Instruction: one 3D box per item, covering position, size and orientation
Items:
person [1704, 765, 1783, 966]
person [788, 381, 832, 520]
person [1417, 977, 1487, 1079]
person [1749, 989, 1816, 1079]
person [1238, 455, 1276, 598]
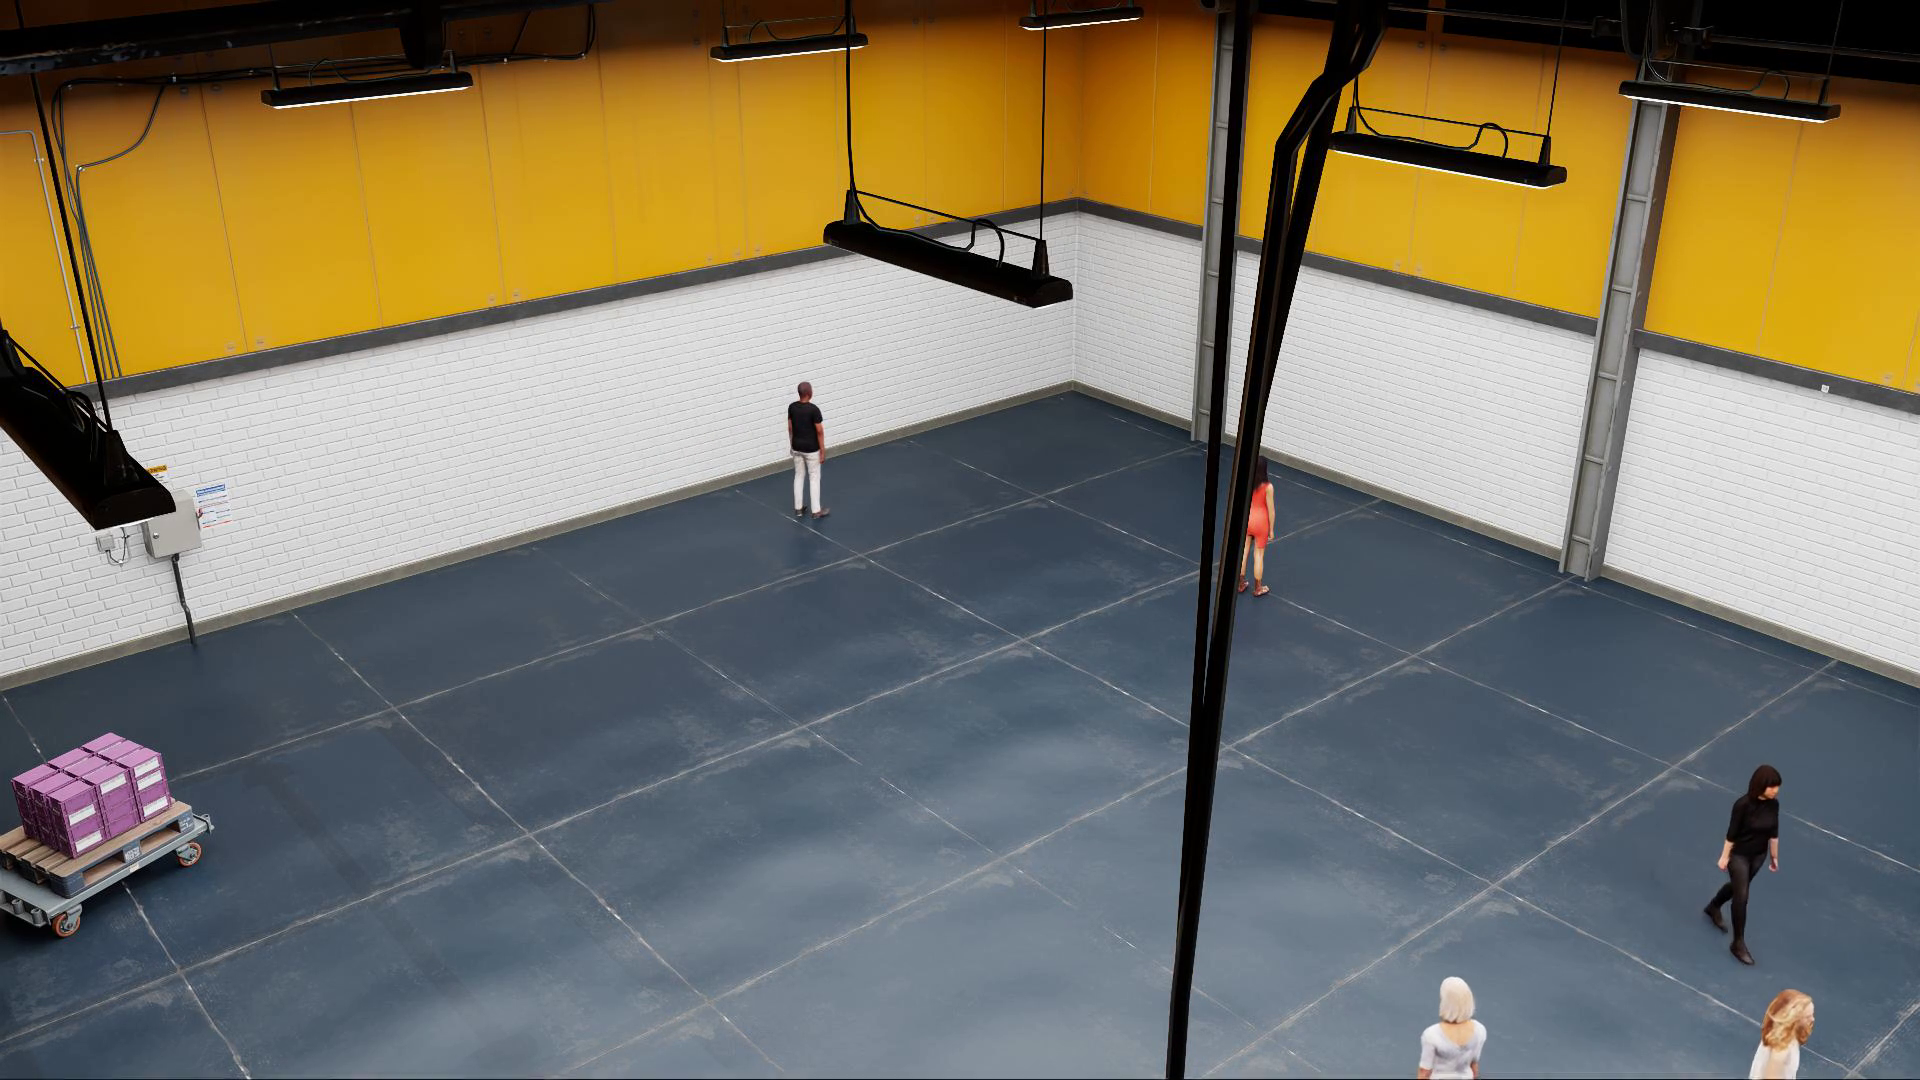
[{"bbox_3d":[6.222,2.471,13.249,0.825,1.616,1.015,-7,24,-15],"label":"person"},{"bbox_3d":[-1.975,-1.163,21.328,0.671,1.804,0.808,10,26,23],"label":"person"},{"bbox_3d":[3.121,3.562,10.597,0.675,1.741,0.714,-3,24,-6],"label":"person"},{"bbox_3d":[5.016,3.573,10.594,1.162,1.723,0.893,12,26,26],"label":"person"},{"bbox_3d":[3.396,-0.174,19.172,0.550,1.719,0.708,14,27,29],"label":"person"}]
